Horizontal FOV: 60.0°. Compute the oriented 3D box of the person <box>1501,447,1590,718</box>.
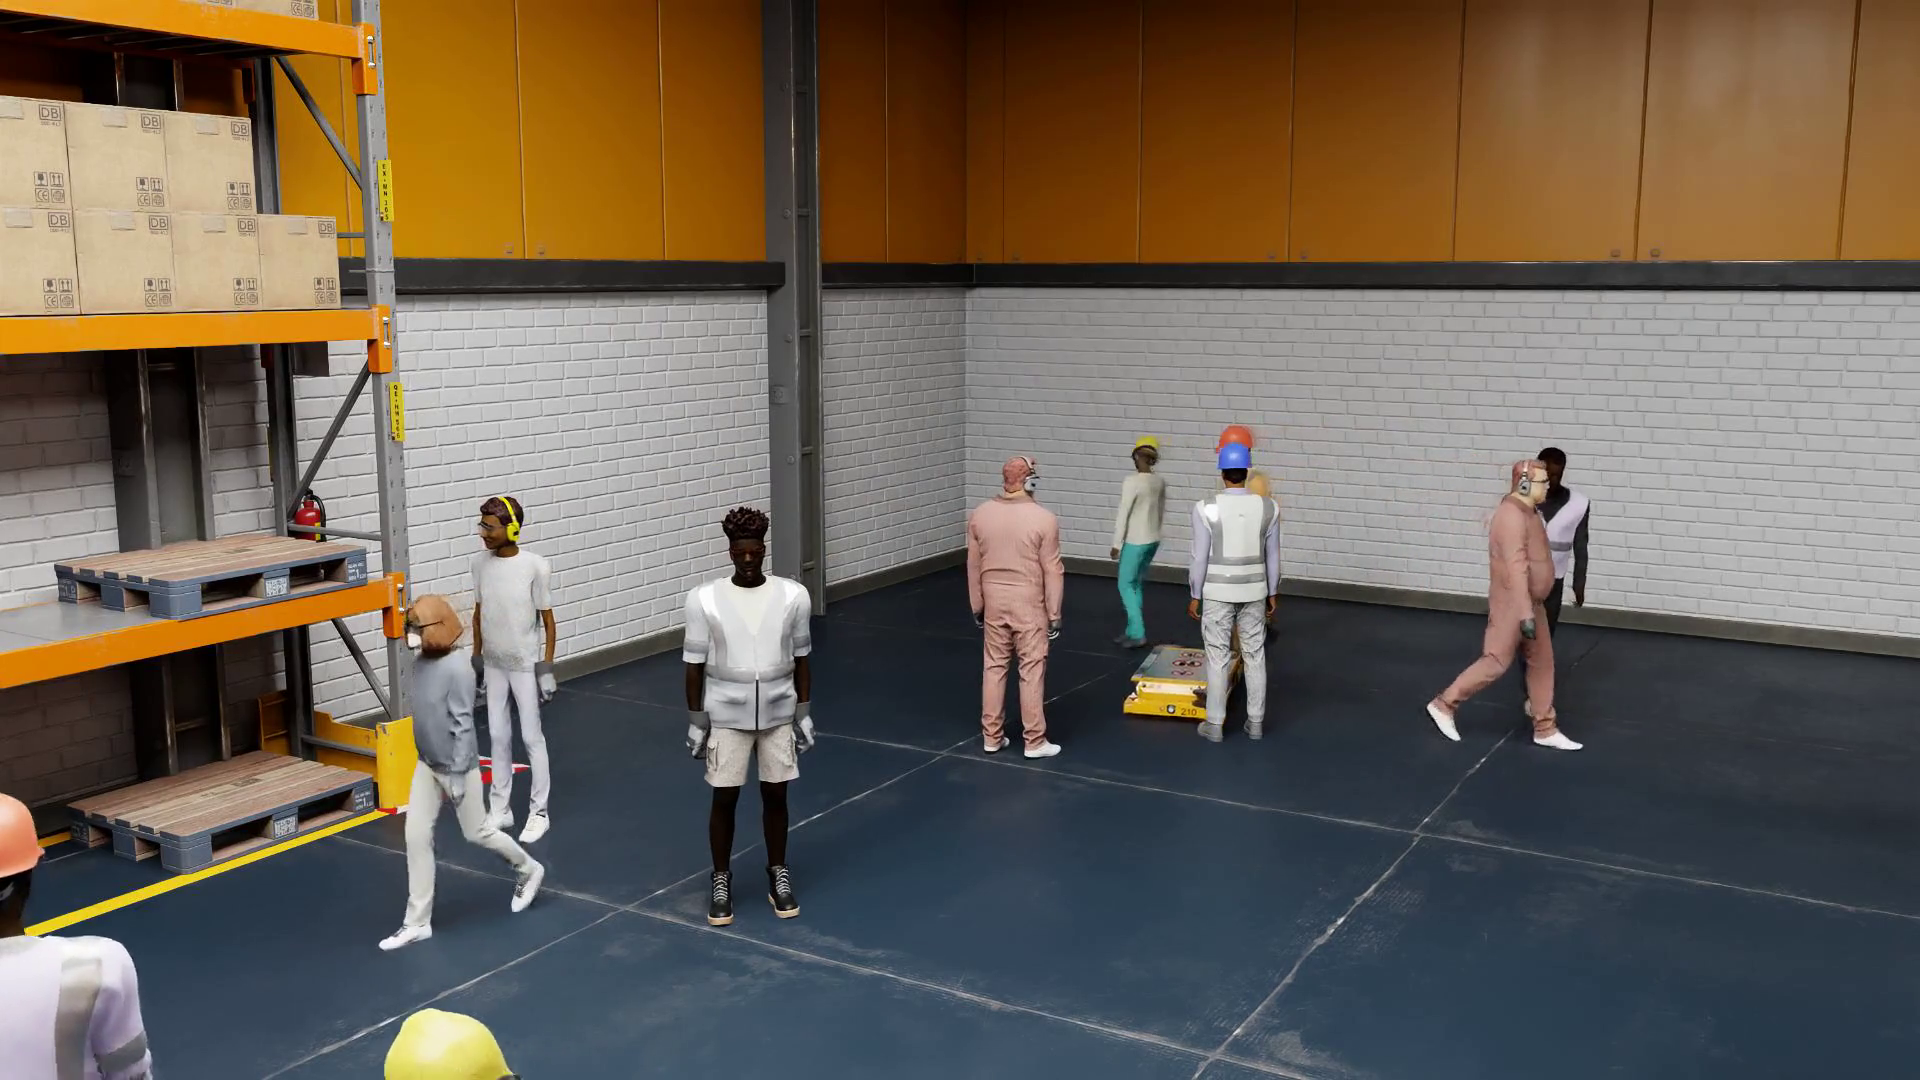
[{"bbox_3d":[4.053,0.245,11.678,0.615,1.871,0.928,1,9,8],"label":"person"}]

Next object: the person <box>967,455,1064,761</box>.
[{"bbox_3d":[0.368,0.419,10.429,0.652,1.904,0.402,5,11,30],"label":"person"}]

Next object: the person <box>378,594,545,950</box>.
[{"bbox_3d":[-2.293,1.020,7.621,0.500,1.603,0.784,8,12,39],"label":"person"}]

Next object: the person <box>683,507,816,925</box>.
[{"bbox_3d":[-0.979,0.812,7.779,0.614,1.964,0.361,-3,10,-17],"label":"person"}]

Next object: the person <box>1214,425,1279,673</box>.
[{"bbox_3d":[2.150,0.079,12.556,0.557,1.910,0.546,-4,10,-22],"label":"person"}]

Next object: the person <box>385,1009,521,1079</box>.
[{"bbox_3d":[-0.849,1.694,3.051,0.544,1.713,0.812,-8,12,-40],"label":"person"}]

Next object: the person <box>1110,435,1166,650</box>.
[{"bbox_3d":[1.429,0.023,13.447,0.383,1.731,0.567,7,12,38],"label":"person"}]

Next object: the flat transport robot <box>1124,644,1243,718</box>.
[{"bbox_3d":[1.624,0.996,11.912,0.652,0.197,1.431,3,9,16],"label":"flat transport robot"}]

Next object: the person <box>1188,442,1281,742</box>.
[{"bbox_3d":[1.775,0.339,10.799,0.615,1.942,0.401,-1,9,-9],"label":"person"}]

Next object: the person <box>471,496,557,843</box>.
[{"bbox_3d":[-2.394,0.689,8.882,0.521,1.864,0.335,3,10,20],"label":"person"}]

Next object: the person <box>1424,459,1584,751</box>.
[{"bbox_3d":[3.502,0.403,10.632,0.933,1.874,0.644,5,11,31],"label":"person"}]

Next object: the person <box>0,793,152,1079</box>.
[{"bbox_3d":[-2.100,1.504,3.710,0.538,1.908,0.957,-3,10,-17],"label":"person"}]
